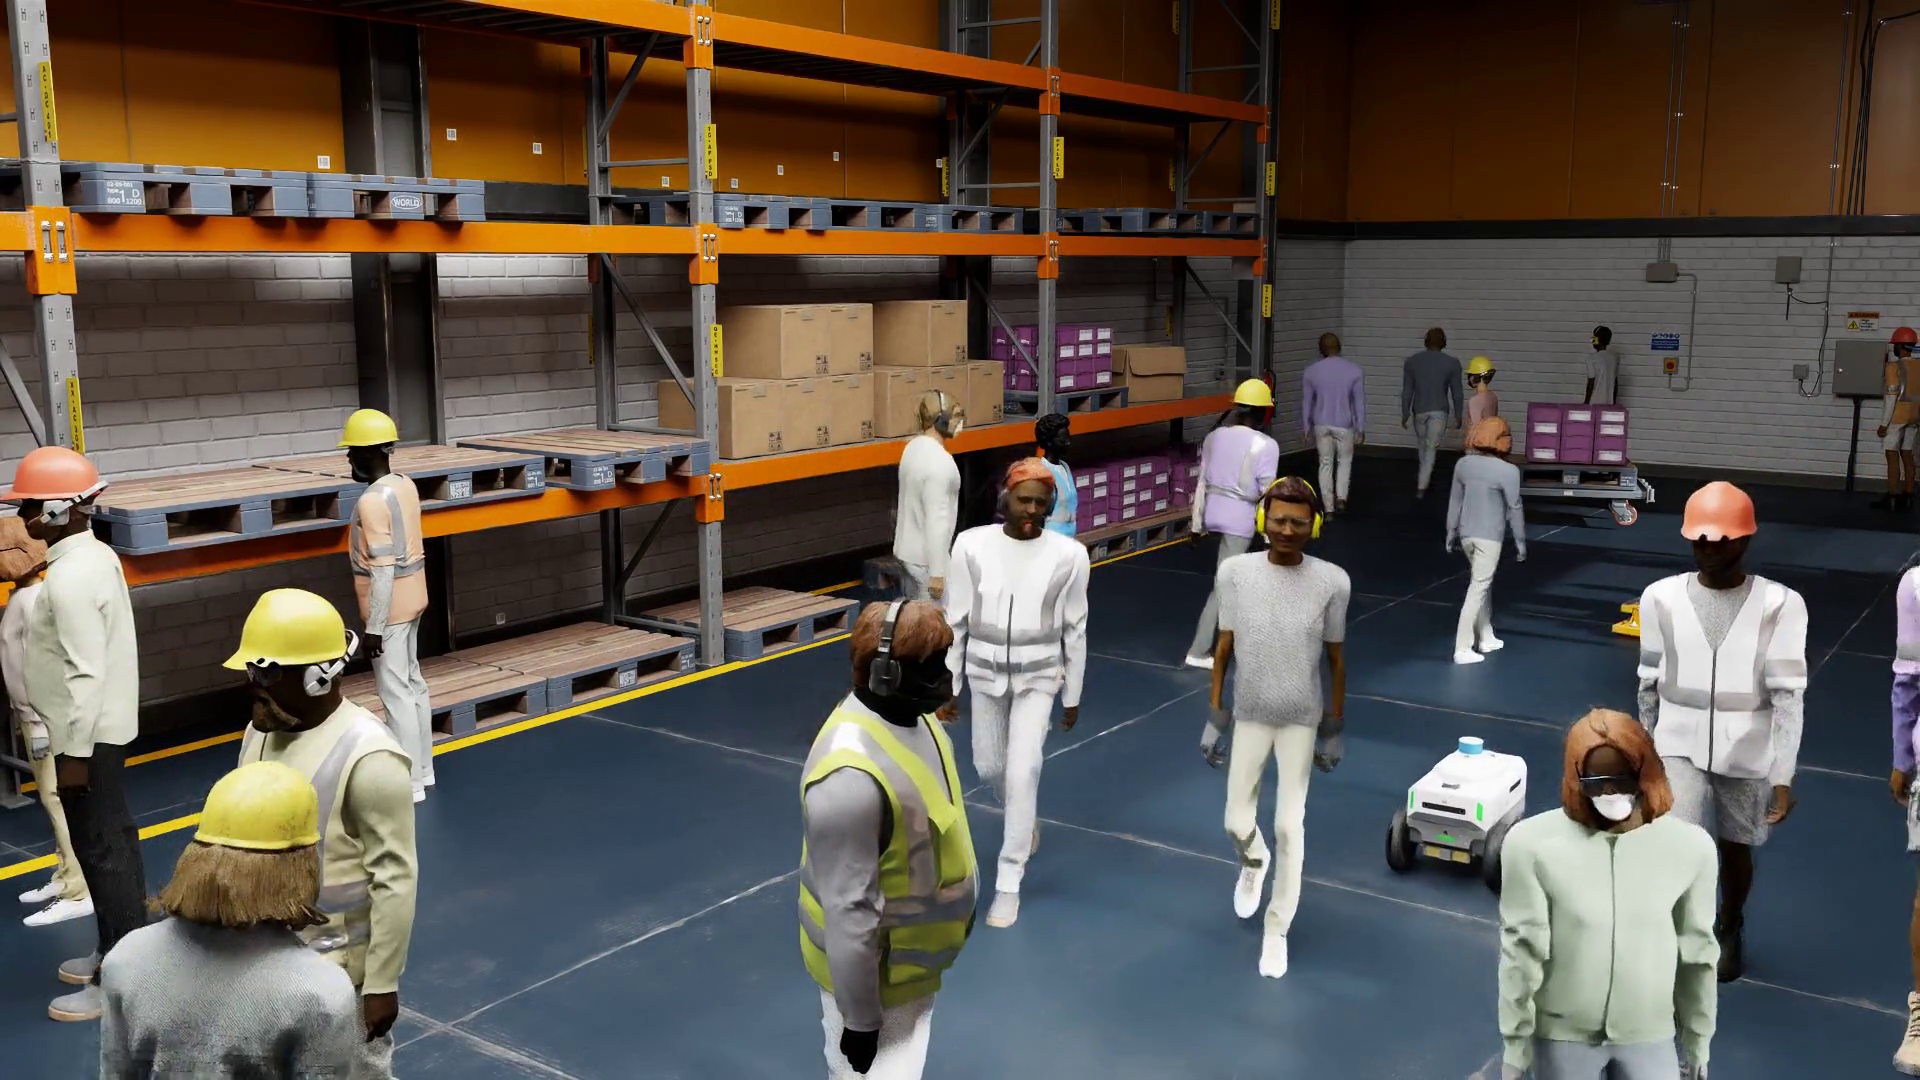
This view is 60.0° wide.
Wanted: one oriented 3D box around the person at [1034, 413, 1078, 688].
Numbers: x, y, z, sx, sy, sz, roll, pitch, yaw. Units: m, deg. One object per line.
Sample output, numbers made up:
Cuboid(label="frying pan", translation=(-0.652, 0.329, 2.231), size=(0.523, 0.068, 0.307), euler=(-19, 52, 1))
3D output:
Cuboid(label="person", translation=(0.567, 0.057, 10.321), size=(0.317, 1.696, 0.539), euler=(3, 10, 19))

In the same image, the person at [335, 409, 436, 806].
Cuboid(label="person", translation=(-2.771, 0.330, 8.011), size=(0.383, 1.924, 0.594), euler=(-1, 10, -3))

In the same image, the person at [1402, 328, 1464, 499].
Cuboid(label="person", translation=(5.283, -1.422, 18.586), size=(0.650, 1.883, 1.042), euler=(5, 11, 28))

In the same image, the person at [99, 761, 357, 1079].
Cuboid(label="person", translation=(-1.360, 1.276, 3.005), size=(0.536, 1.710, 0.617), euler=(1, 10, 8))

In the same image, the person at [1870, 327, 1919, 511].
Cuboid(label="person", translation=(9.905, -1.279, 17.565), size=(0.551, 1.934, 0.373), euler=(-4, 10, -23))

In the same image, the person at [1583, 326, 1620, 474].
Cuboid(label="person", translation=(7.491, -1.573, 19.517), size=(0.512, 1.872, 0.330), euler=(-4, 11, -25))

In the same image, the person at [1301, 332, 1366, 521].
Cuboid(label="person", translation=(3.785, -1.146, 16.868), size=(0.663, 1.904, 0.469), euler=(3, 10, 17))

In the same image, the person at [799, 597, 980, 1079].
Cuboid(label="person", translation=(-0.170, 1.040, 4.086), size=(0.432, 1.836, 0.618), euler=(2, 10, 12))

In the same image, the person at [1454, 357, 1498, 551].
Cuboid(label="person", translation=(4.675, -0.771, 15.050), size=(0.320, 1.767, 0.534), euler=(7, 12, 38))

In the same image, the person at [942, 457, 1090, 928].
Cuboid(label="person", translation=(0.239, 0.565, 6.829), size=(0.597, 1.858, 0.830), euler=(2, 10, 11))

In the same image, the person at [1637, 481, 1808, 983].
Cuboid(label="person", translation=(2.628, 0.727, 5.801), size=(0.550, 1.891, 1.010), euler=(5, 11, 30))

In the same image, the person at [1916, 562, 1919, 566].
Cuboid(label="person", translation=(7.834, -0.358, 13.030), size=(0.643, 1.619, 0.521), euler=(-1, 10, -6))

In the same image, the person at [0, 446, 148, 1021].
Cuboid(label="person", translation=(-3.067, 0.664, 5.817), size=(0.383, 1.993, 0.622), euler=(-4, 10, -21))

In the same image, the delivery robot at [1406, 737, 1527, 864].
Cuboid(label="delivery robot", translation=(2.210, 1.100, 7.226), size=(0.477, 0.478, 0.707), euler=(6, 11, 33))

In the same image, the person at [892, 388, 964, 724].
Cuboid(label="person", translation=(-0.253, 0.123, 9.244), size=(0.582, 1.925, 0.641), euler=(-3, 10, -18))

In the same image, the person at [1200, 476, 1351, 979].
Cuboid(label="person", translation=(1.179, 0.665, 6.233), size=(0.541, 1.855, 0.530), euler=(3, 10, 15))

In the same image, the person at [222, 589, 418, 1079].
Cuboid(label="person", translation=(-1.617, 1.021, 4.177), size=(0.600, 1.831, 0.404), euler=(7, 12, 36))

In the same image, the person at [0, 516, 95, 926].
Cuboid(label="person", translation=(-3.678, 0.710, 6.643), size=(0.270, 1.627, 0.497), euler=(-6, 11, -34))

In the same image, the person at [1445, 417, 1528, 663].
Cuboid(label="person", translation=(3.498, -0.006, 10.928), size=(0.713, 1.605, 0.537), euler=(-6, 11, -31))

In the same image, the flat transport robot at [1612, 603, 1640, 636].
Cuboid(label="flat transport robot", translation=(5.254, 0.510, 11.862), size=(0.652, 0.197, 1.431), euler=(9, 13, 42))

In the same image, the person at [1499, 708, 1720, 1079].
Cuboid(label="person", translation=(1.508, 1.176, 3.911), size=(0.506, 1.615, 0.382), euler=(1, 10, 7))

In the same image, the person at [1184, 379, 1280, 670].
Cuboid(label="person", translation=(1.777, -0.104, 10.799), size=(0.938, 1.870, 0.602), euler=(-8, 12, -39))

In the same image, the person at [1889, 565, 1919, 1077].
Cuboid(label="person", translation=(3.445, 0.706, 5.564), size=(0.619, 2.009, 0.984), euler=(8, 12, 38))
